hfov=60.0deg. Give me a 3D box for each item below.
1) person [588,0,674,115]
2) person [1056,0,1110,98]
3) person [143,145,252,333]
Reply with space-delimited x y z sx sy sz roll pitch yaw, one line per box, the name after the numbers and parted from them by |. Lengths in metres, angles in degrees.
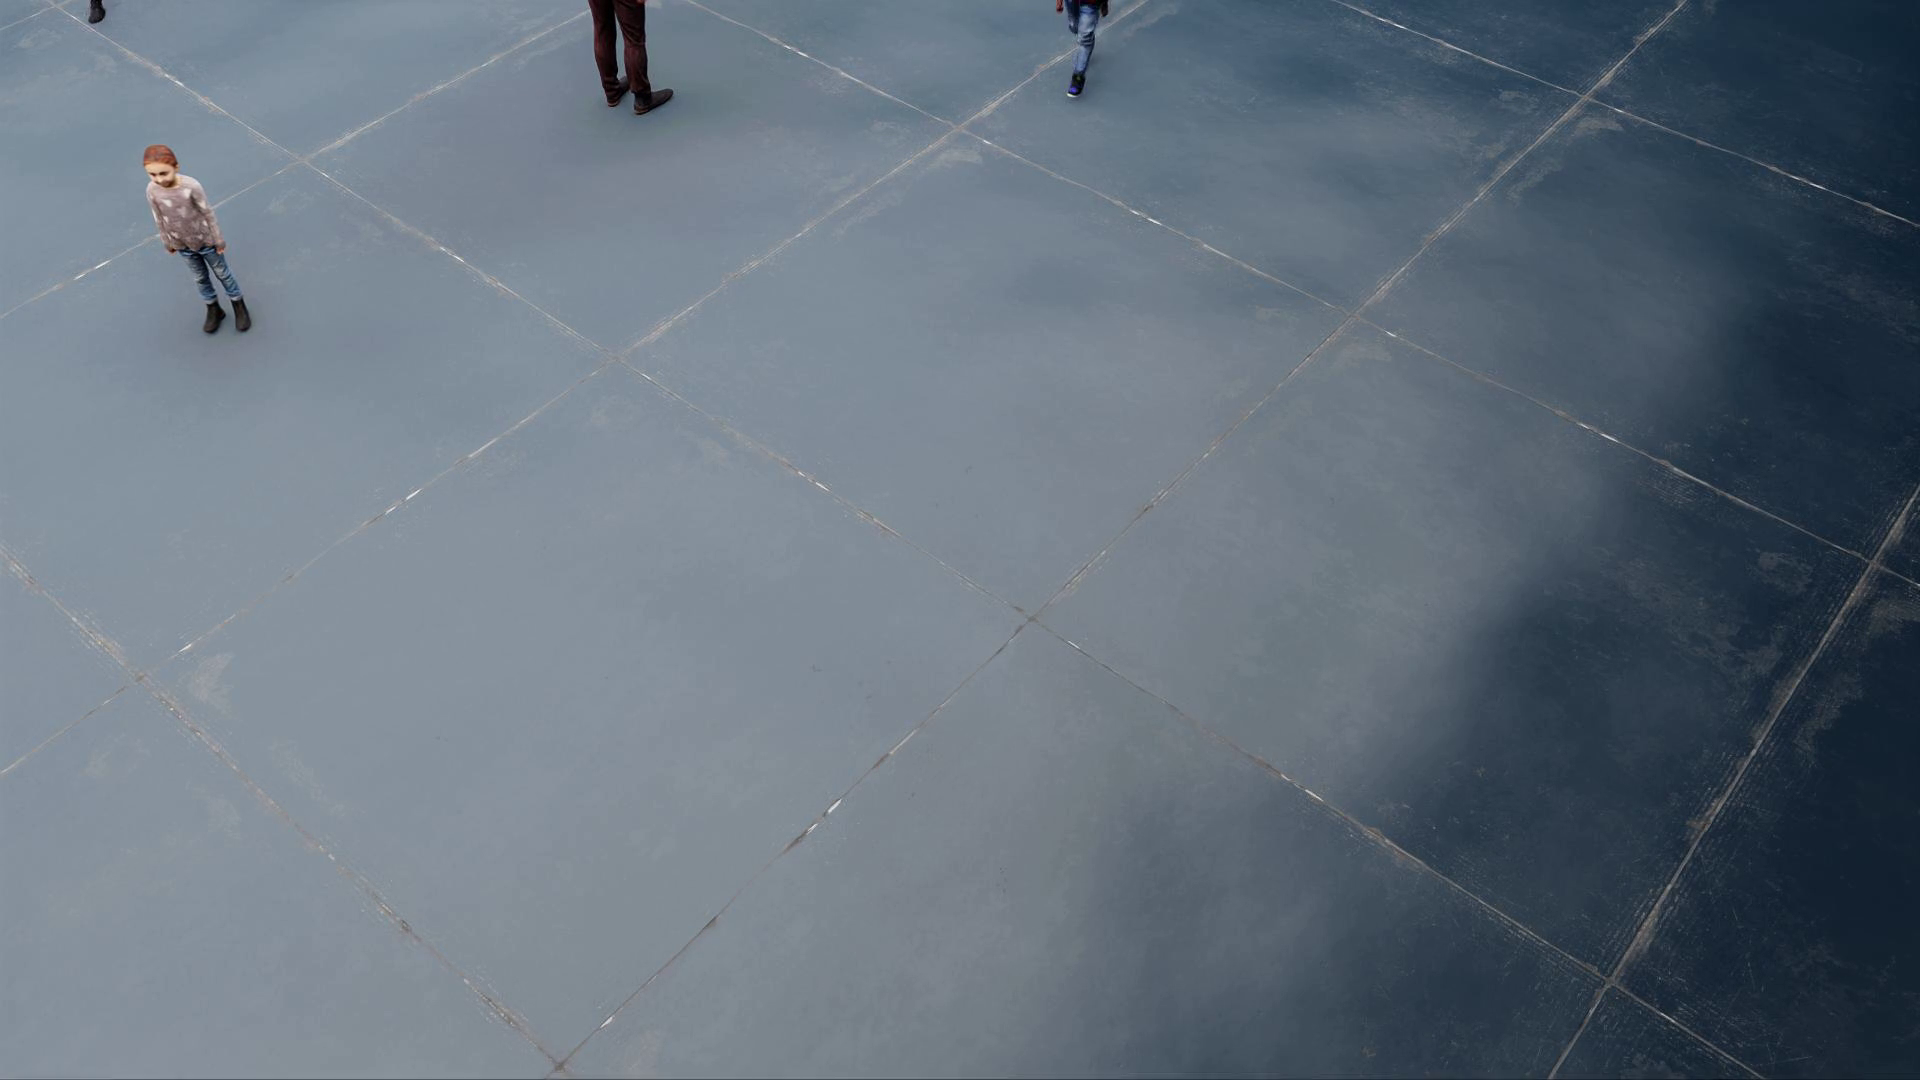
-2.203 -3.563 10.470 0.739 1.866 0.692 20 50 17 | person
0.835 -3.609 10.933 0.653 1.247 0.905 20 50 17 | person
-4.225 -1.679 9.186 0.542 1.194 0.604 -4 47 -4 | person
